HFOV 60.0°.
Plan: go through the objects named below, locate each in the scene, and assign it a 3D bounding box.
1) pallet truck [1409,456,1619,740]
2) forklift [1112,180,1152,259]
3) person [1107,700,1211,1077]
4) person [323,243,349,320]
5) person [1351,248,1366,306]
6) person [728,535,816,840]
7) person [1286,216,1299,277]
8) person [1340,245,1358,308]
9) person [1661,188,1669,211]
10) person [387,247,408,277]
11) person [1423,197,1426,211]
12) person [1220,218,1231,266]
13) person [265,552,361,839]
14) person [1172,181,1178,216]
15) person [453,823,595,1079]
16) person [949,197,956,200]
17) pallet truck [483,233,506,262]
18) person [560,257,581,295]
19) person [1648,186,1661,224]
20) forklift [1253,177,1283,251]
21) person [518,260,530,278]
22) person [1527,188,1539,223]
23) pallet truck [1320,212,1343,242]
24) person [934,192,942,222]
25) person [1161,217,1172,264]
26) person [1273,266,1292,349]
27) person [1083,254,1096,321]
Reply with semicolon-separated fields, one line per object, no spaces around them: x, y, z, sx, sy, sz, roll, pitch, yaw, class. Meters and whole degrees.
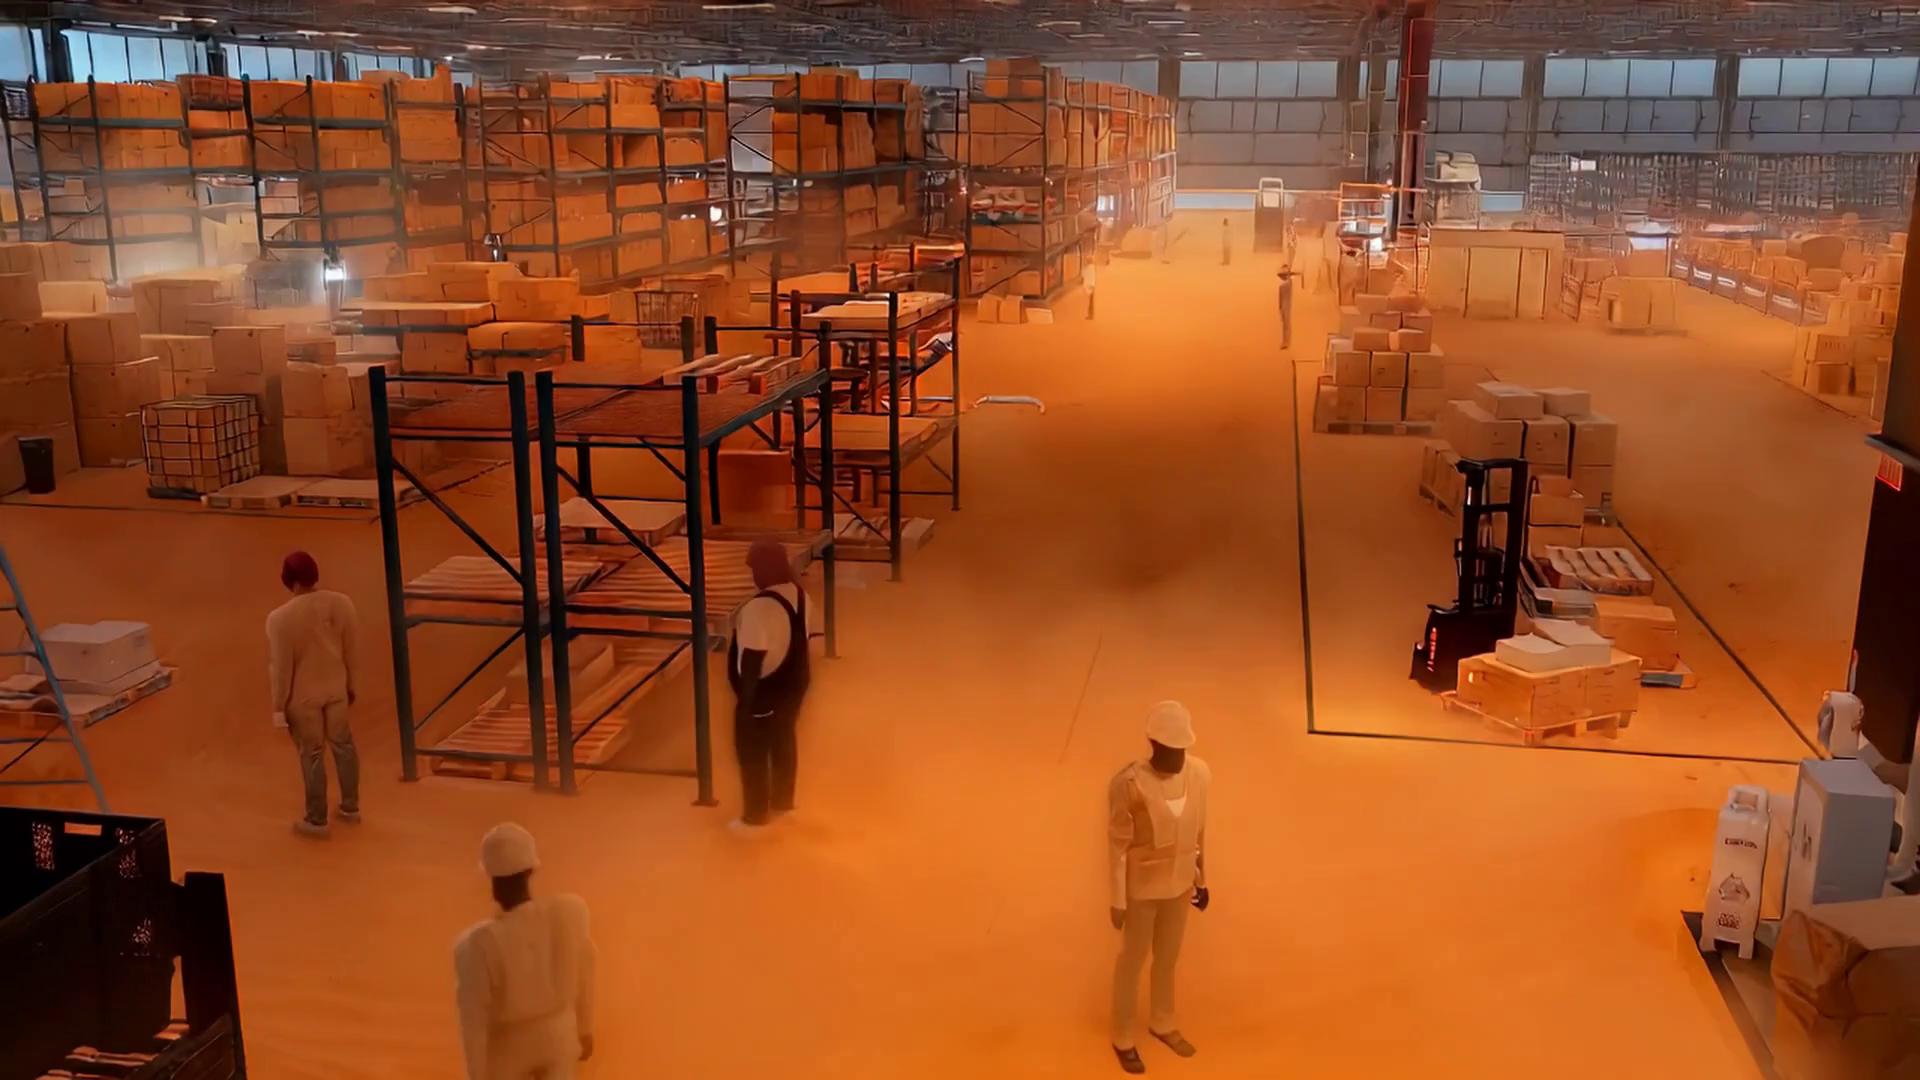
4.504;0.400;13.395;0.823;1.965;1.885;-6;15;-23;pallet truck
6.082;-11.722;60.796;1.873;2.768;1.129;2;14;9;forklift
1.000;1.703;8.252;0.591;1.926;0.386;-8;16;-29;person
-15.416;-6.393;41.165;0.587;1.911;0.397;-7;16;-27;person
9.243;-5.811;38.736;0.356;1.937;0.552;6;15;22;person
-1.270;0.954;11.057;0.535;2.000;0.716;8;16;28;person
10.681;-9.417;53.379;0.372;1.934;0.551;8;16;29;person
9.935;-6.493;41.796;0.611;1.791;0.868;-11;18;-38;person
36.276;-17.362;85.840;0.564;1.839;0.390;3;14;10;person
-12.955;-5.733;38.300;0.611;1.996;0.378;8;16;28;person
20.405;-14.158;73.011;0.739;1.737;0.553;5;15;20;person
9.248;-10.358;57.823;0.278;1.633;0.507;10;17;35;person
-4.268;1.022;11.003;0.373;1.935;0.628;9;17;33;person
11.603;-18.781;91.443;0.883;1.907;0.613;2;14;7;person
-1.742;2.072;6.799;0.596;1.907;0.789;-10;17;-34;person
-0.273;-17.157;85.114;0.623;1.797;0.947;1;14;5;person
-11.832;-7.026;43.548;1.885;1.965;0.823;8;16;28;pallet truck
-9.432;-6.045;40.323;0.526;1.628;0.313;1;14;3;person
33.298;-15.954;79.797;0.611;1.997;0.375;-1;14;-5;person
12.083;-12.747;64.956;1.129;2.768;1.873;3;14;10;forklift
-10.163;-5.669;38.679;0.629;1.682;0.541;1;14;3;person
28.514;-16.581;82.771;0.623;1.801;0.545;-6;15;-23;person
15.874;-13.227;70.310;0.680;1.201;1.601;10;17;35;pallet truck
-1.114;-17.176;85.097;0.404;1.829;0.600;3;14;11;person
7.309;-10.572;58.721;0.370;1.617;0.514;1;14;3;person
6.983;-5.015;35.856;0.317;1.769;0.523;-2;14;-7;person
3.206;-6.238;41.076;0.310;1.644;0.514;1;14;3;person
